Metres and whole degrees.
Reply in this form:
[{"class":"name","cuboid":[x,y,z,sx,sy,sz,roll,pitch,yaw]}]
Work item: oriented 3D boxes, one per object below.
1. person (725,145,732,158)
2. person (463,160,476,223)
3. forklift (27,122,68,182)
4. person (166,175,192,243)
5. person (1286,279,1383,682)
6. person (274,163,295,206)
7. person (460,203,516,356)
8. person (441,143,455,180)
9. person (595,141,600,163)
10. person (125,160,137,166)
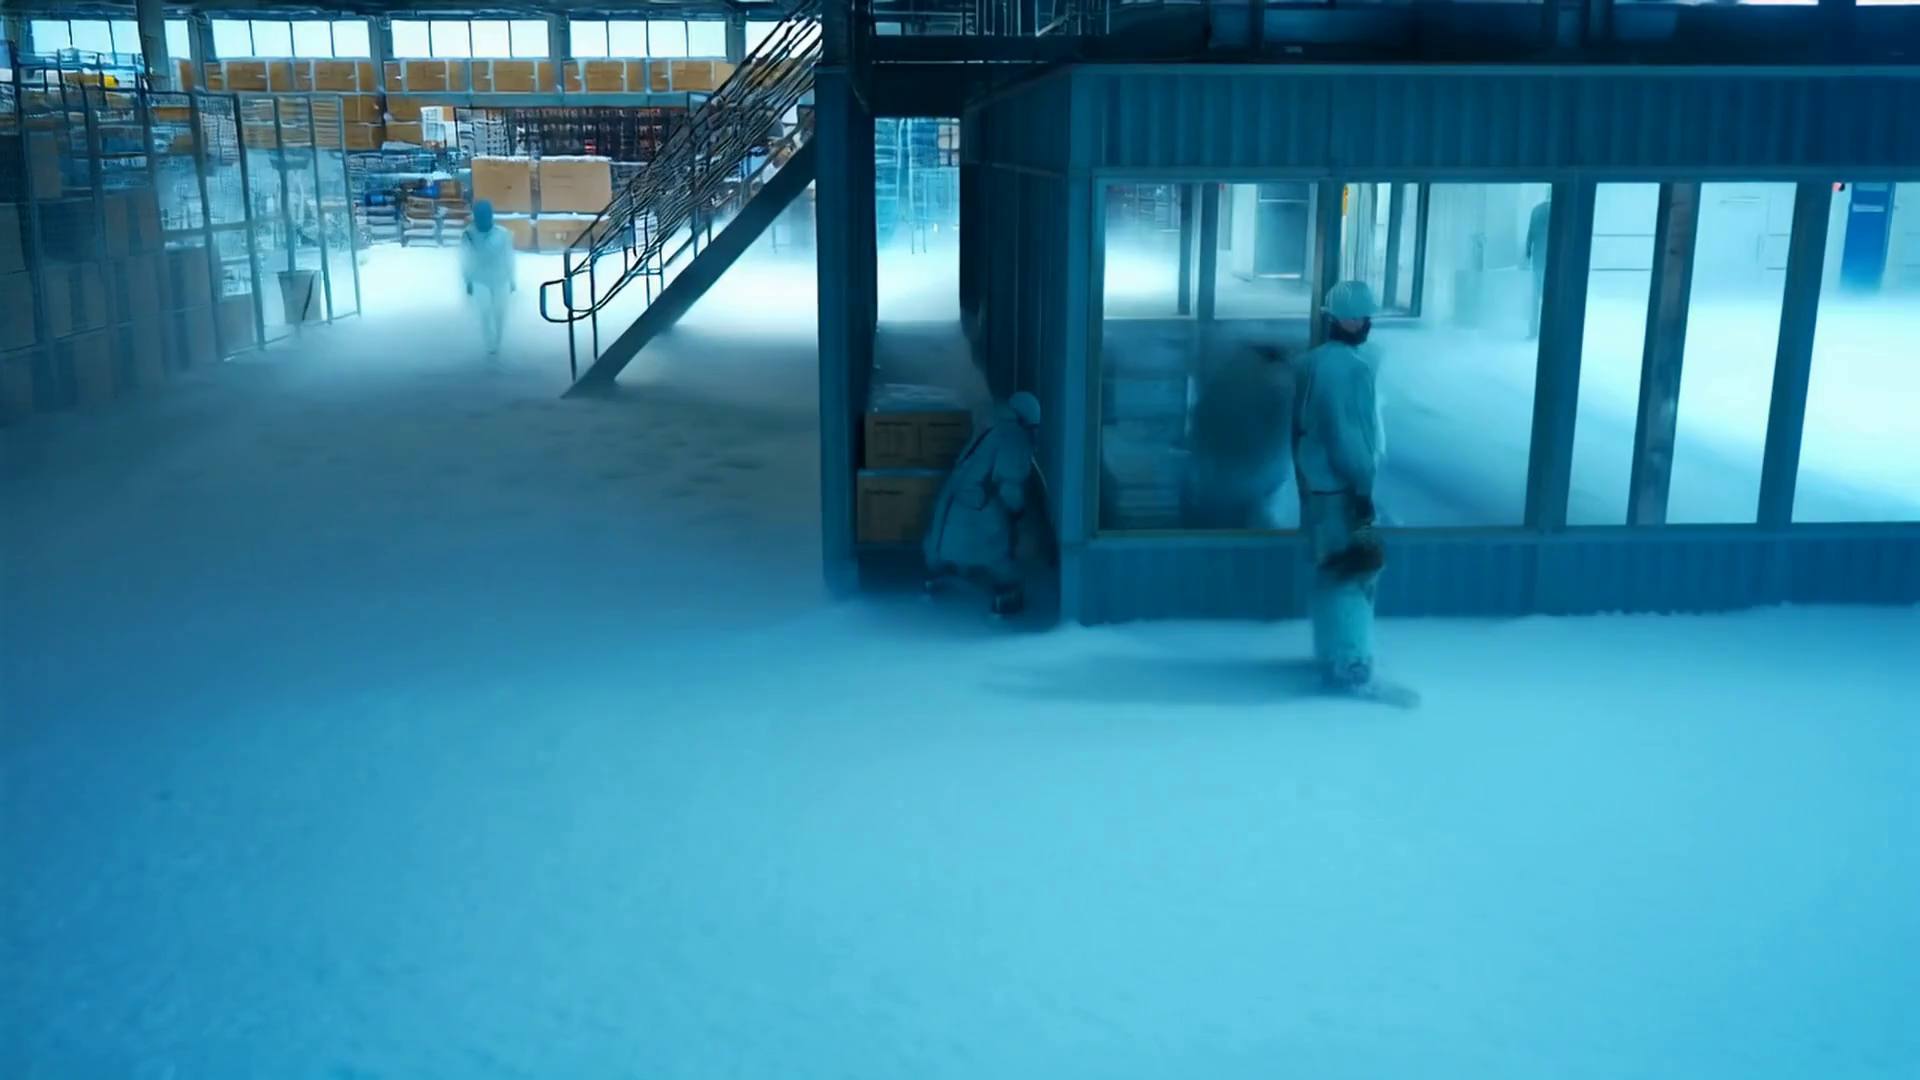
[{"class":"person","cuboid":[-10.246,-16.555,73.647,0.420,1.818,0.618,-3,14,-13]},{"class":"person","cuboid":[-13.722,-9.799,46.785,0.546,1.747,0.561,6,15,21]},{"class":"forklift","cuboid":[-35.376,-14.773,64.377,1.129,2.768,1.873,-1,14,-2]},{"class":"person","cuboid":[-14.200,-5.695,30.207,0.417,1.838,0.513,-2,14,-8]},{"class":"person","cuboid":[1.876,-0.294,8.303,0.388,1.996,0.612,-5,15,-19]},{"class":"person","cuboid":[-16.818,-8.457,41.261,0.549,1.823,0.965,11,18,37]},{"class":"person","cuboid":[-5.700,-3.165,20.144,0.625,1.822,0.795,-5,15,-18]},{"class":"person","cuboid":[-24.960,-18.439,81.138,0.662,1.861,1.011,-6,15,-23]},{"class":"person","cuboid":[-18.504,-19.575,85.368,0.377,1.995,0.612,9,17,32]},{"class":"person","cuboid":[-34.899,-15.566,70.076,0.286,1.633,0.499,13,19,41]}]
